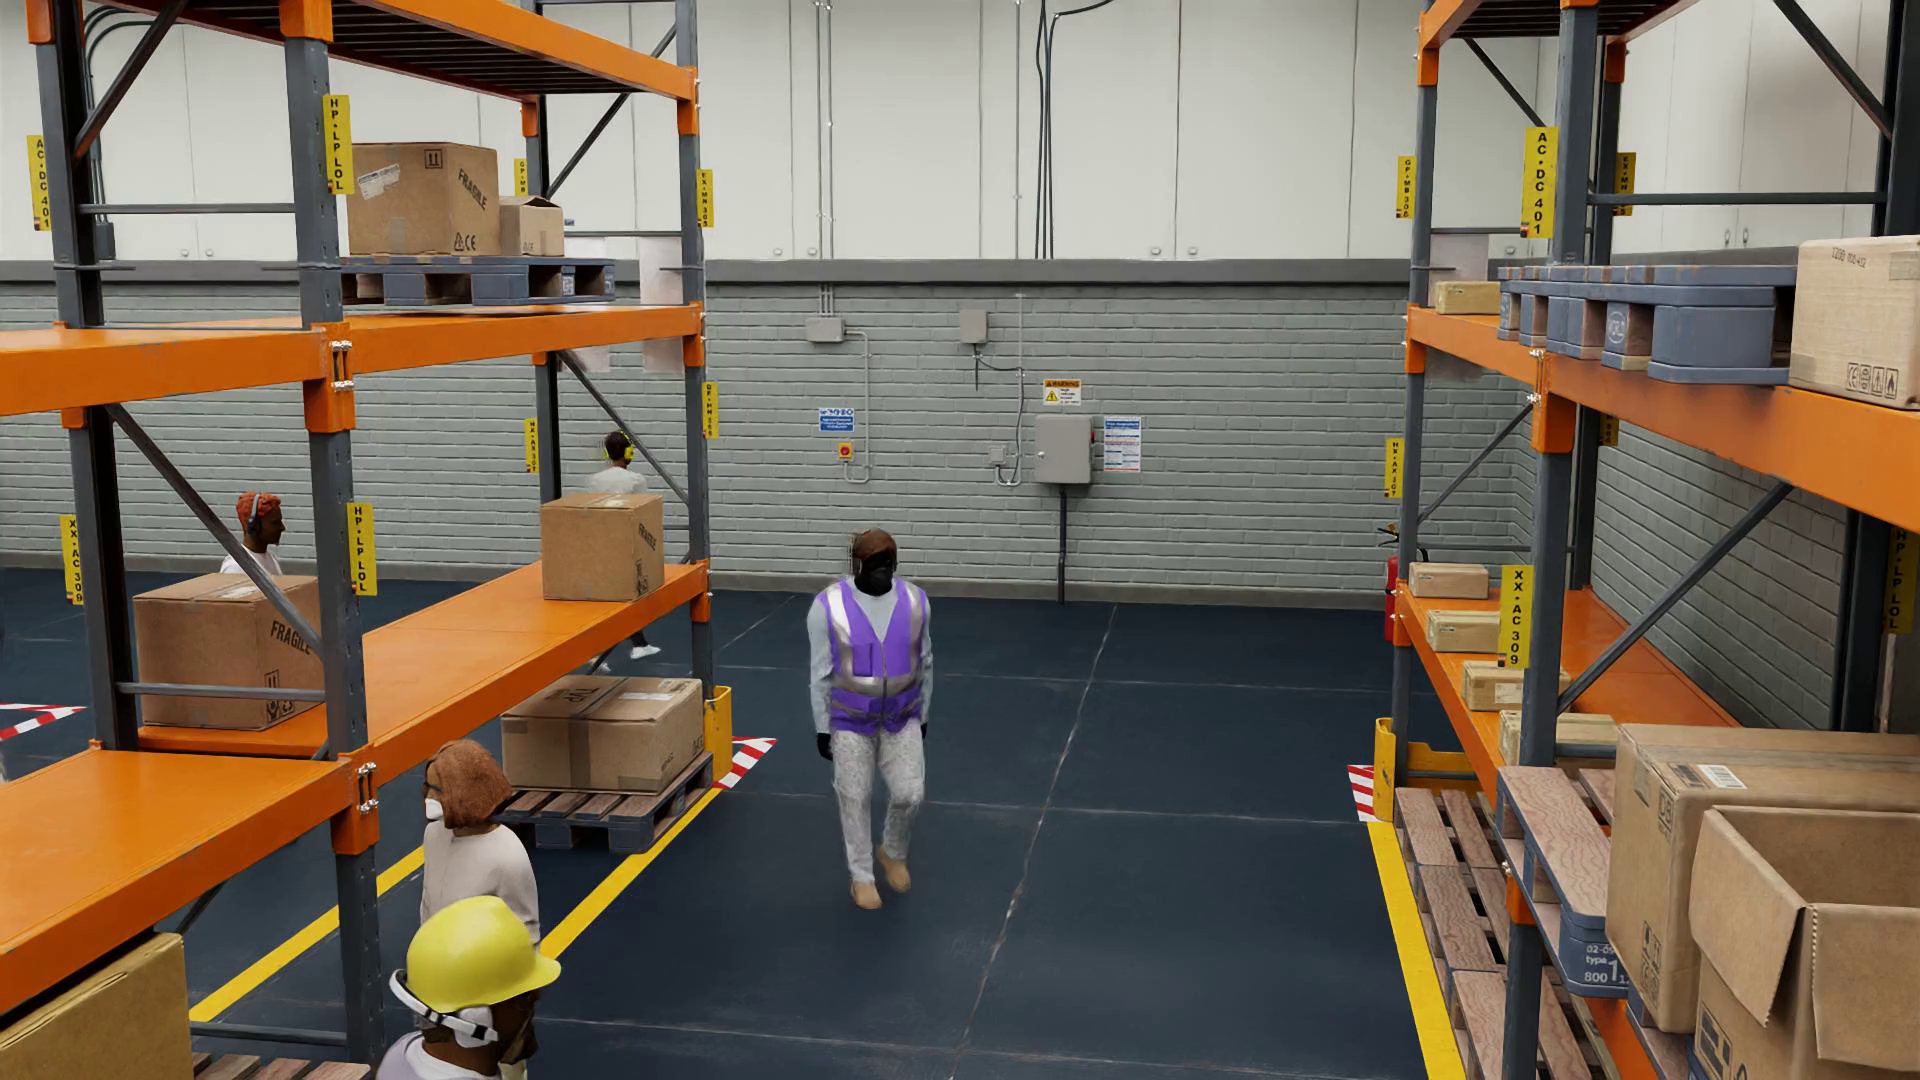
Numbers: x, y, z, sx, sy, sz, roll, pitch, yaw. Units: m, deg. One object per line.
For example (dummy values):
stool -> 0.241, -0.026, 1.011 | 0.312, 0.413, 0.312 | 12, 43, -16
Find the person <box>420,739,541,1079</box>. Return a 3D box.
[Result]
person -> -1.479, 1.402, 5.098 | 0.507, 1.631, 0.266 | 7, 12, 38

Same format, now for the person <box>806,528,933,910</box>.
person -> -0.412, 0.849, 7.896 | 0.622, 1.832, 0.432 | -3, 10, -17

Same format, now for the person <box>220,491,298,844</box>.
person -> -3.705, 0.676, 8.830 | 0.358, 1.880, 0.575 | -1, 9, -5

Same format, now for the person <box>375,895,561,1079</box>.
person -> -0.948, 1.593, 3.308 | 0.404, 1.834, 0.592 | -6, 11, -32

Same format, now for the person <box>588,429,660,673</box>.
person -> -2.616, 0.074, 12.712 | 0.507, 1.838, 0.941 | 6, 11, 31
